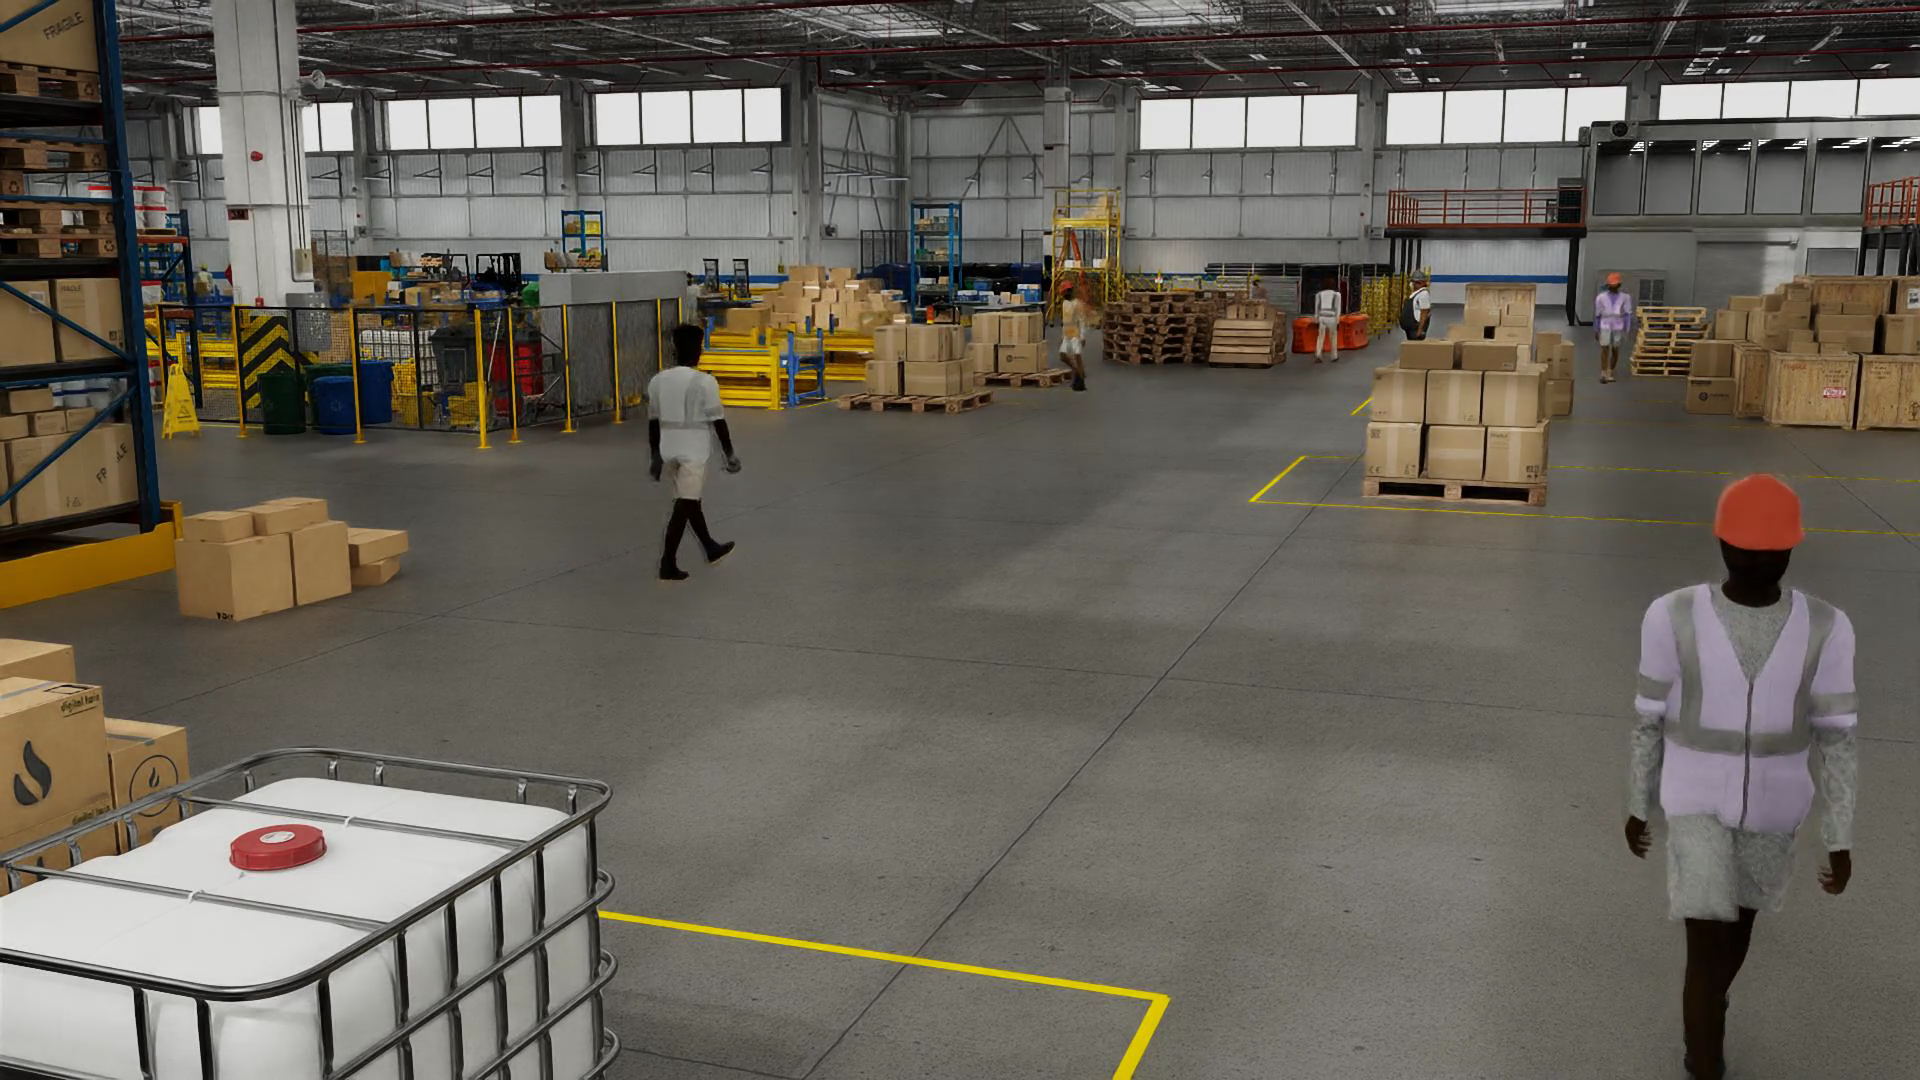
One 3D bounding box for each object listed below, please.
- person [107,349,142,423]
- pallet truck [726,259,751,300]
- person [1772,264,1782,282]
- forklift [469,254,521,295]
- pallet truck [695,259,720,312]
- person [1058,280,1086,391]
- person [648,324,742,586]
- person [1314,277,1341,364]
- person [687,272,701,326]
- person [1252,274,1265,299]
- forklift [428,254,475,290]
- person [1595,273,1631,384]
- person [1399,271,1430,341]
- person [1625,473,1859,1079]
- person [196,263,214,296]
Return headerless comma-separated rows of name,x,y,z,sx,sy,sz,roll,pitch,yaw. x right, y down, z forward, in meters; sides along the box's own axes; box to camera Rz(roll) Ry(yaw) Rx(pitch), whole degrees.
person,-10.301,-1.971,20.545,0.398,1.686,0.545,4,11,22
pallet truck,-7.986,-9.493,62.019,0.823,1.965,1.885,3,11,17
person,28.029,-8.542,56.960,0.683,1.872,0.850,-4,11,-23
forklift,-17.990,-10.121,64.684,1.157,1.987,2.680,3,11,17
pallet truck,-9.165,-9.627,62.776,0.823,1.965,1.885,4,11,23
person,1.933,-3.503,28.579,0.471,1.896,0.661,-7,12,-33
person,-1.972,-0.660,12.490,0.613,1.909,1.025,7,12,34
person,7.731,-4.621,35.066,0.586,1.841,0.980,6,12,31
person,-6.602,-5.652,40.843,0.527,1.844,0.867,0,10,2
person,7.904,-6.128,43.813,0.843,1.734,0.523,-6,12,-32
forklift,-20.133,-10.254,65.465,1.157,1.987,2.680,3,11,19
person,11.849,-3.842,30.222,0.625,2.004,1.031,4,11,21
person,8.348,-3.931,30.576,0.540,2.000,0.691,0,10,1
person,2.203,0.743,4.698,0.563,1.886,0.986,3,10,14
person,-28.280,-9.446,62.293,0.599,1.811,0.740,-3,11,-17
